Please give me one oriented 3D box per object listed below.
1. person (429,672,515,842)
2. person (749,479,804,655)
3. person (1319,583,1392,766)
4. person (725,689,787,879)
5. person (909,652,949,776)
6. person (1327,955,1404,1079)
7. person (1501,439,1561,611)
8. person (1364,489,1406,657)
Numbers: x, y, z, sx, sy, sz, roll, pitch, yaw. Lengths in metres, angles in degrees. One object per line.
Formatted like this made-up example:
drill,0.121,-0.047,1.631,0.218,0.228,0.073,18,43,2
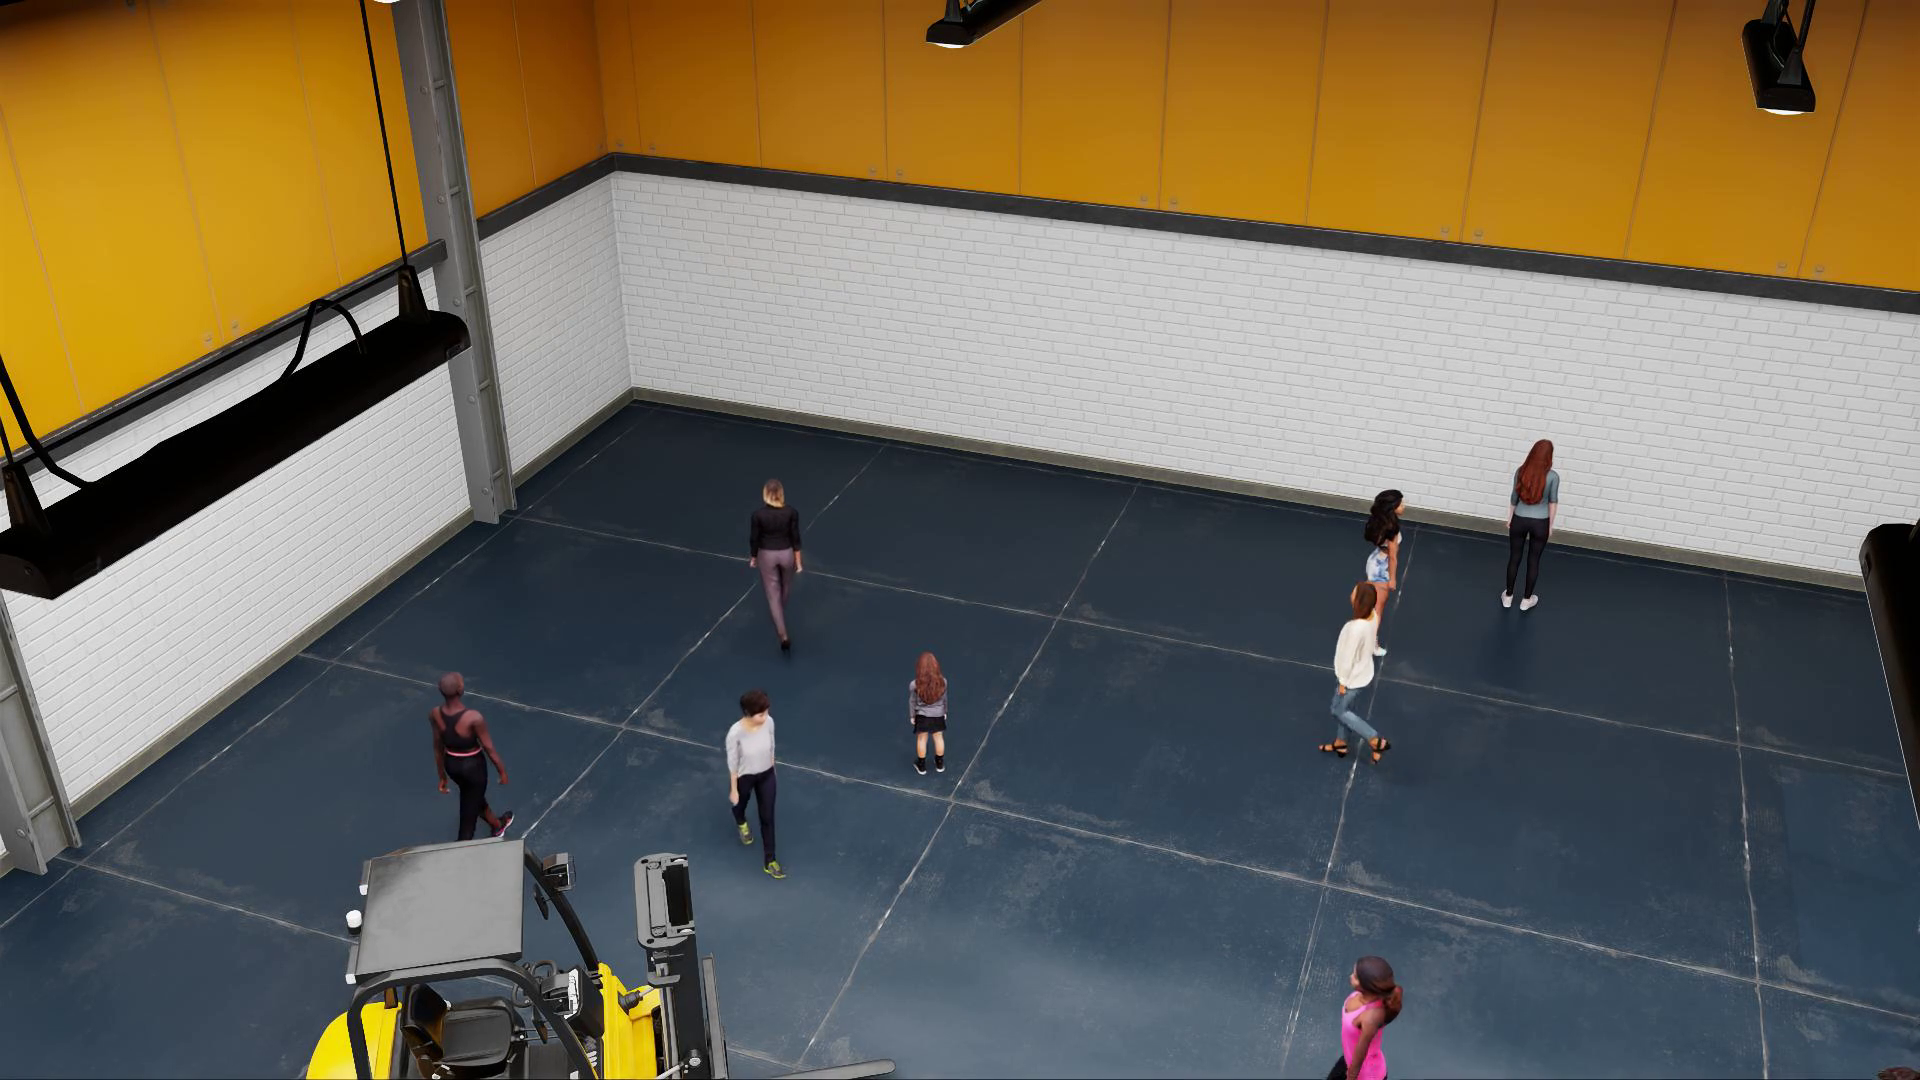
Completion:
person,-3.643,1.786,12.134,0.683,1.708,1.206,7,29,13
person,-1.639,0.272,15.000,0.992,1.621,1.117,-8,30,-15
person,3.248,1.113,13.411,0.784,1.666,0.816,17,33,28
person,-1.589,1.730,12.447,1.028,1.506,1.039,-15,32,-26
person,-0.252,1.394,13.482,0.533,1.105,0.571,-7,29,-13
person,2.430,3.118,9.687,0.663,1.712,0.560,6,29,10
person,5.360,-0.146,15.639,0.600,1.743,0.578,14,32,24
person,3.792,0.279,14.981,0.702,1.626,0.603,-1,29,-2
